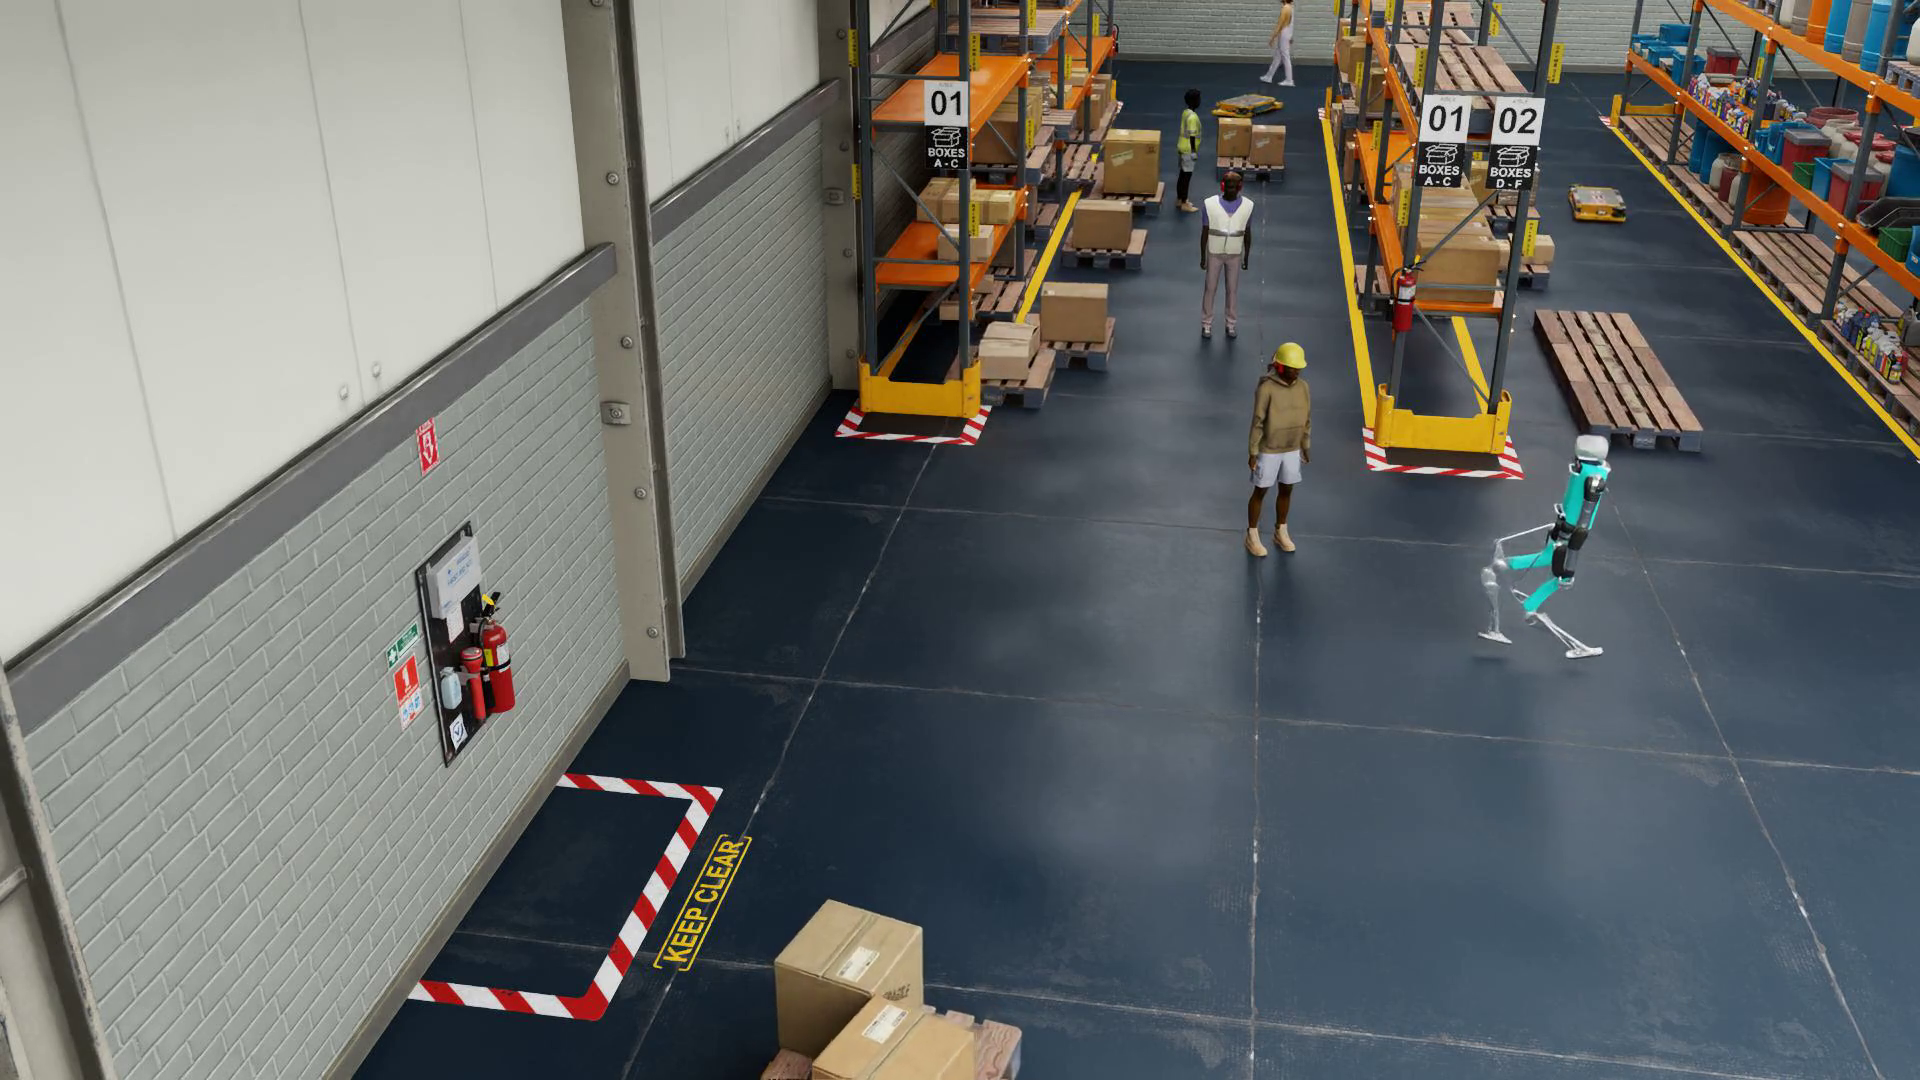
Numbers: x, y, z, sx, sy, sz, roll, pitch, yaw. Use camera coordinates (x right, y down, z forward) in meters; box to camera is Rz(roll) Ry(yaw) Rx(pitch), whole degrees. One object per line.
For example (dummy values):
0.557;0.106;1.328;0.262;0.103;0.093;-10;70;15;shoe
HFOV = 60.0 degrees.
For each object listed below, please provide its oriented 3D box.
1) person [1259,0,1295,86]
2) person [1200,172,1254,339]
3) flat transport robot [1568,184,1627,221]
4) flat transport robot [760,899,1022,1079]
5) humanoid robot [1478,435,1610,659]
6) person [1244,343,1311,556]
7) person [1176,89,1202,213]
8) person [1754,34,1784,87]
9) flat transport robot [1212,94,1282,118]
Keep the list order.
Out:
6.274;-9.867;32.622;0.770;1.832;0.544;14;28;27;person
2.896;-3.122;18.190;0.559;1.839;0.388;-1;25;-3;person
9.020;-4.770;23.566;0.659;0.231;1.431;6;26;13;flat transport robot
-0.348;2.729;7.516;1.431;0.231;0.659;9;26;18;flat transport robot
4.005;0.087;11.488;1.062;1.747;0.564;5;25;10;humanoid robot
2.520;-0.737;13.180;0.551;1.757;0.410;-8;26;-16;person
3.226;-5.482;23.401;0.321;1.697;0.529;-2;25;-4;person
15.850;-9.762;32.482;0.312;1.767;0.533;-18;31;-34;person
5.228;-7.883;30.229;0.659;0.231;1.431;19;31;34;flat transport robot
